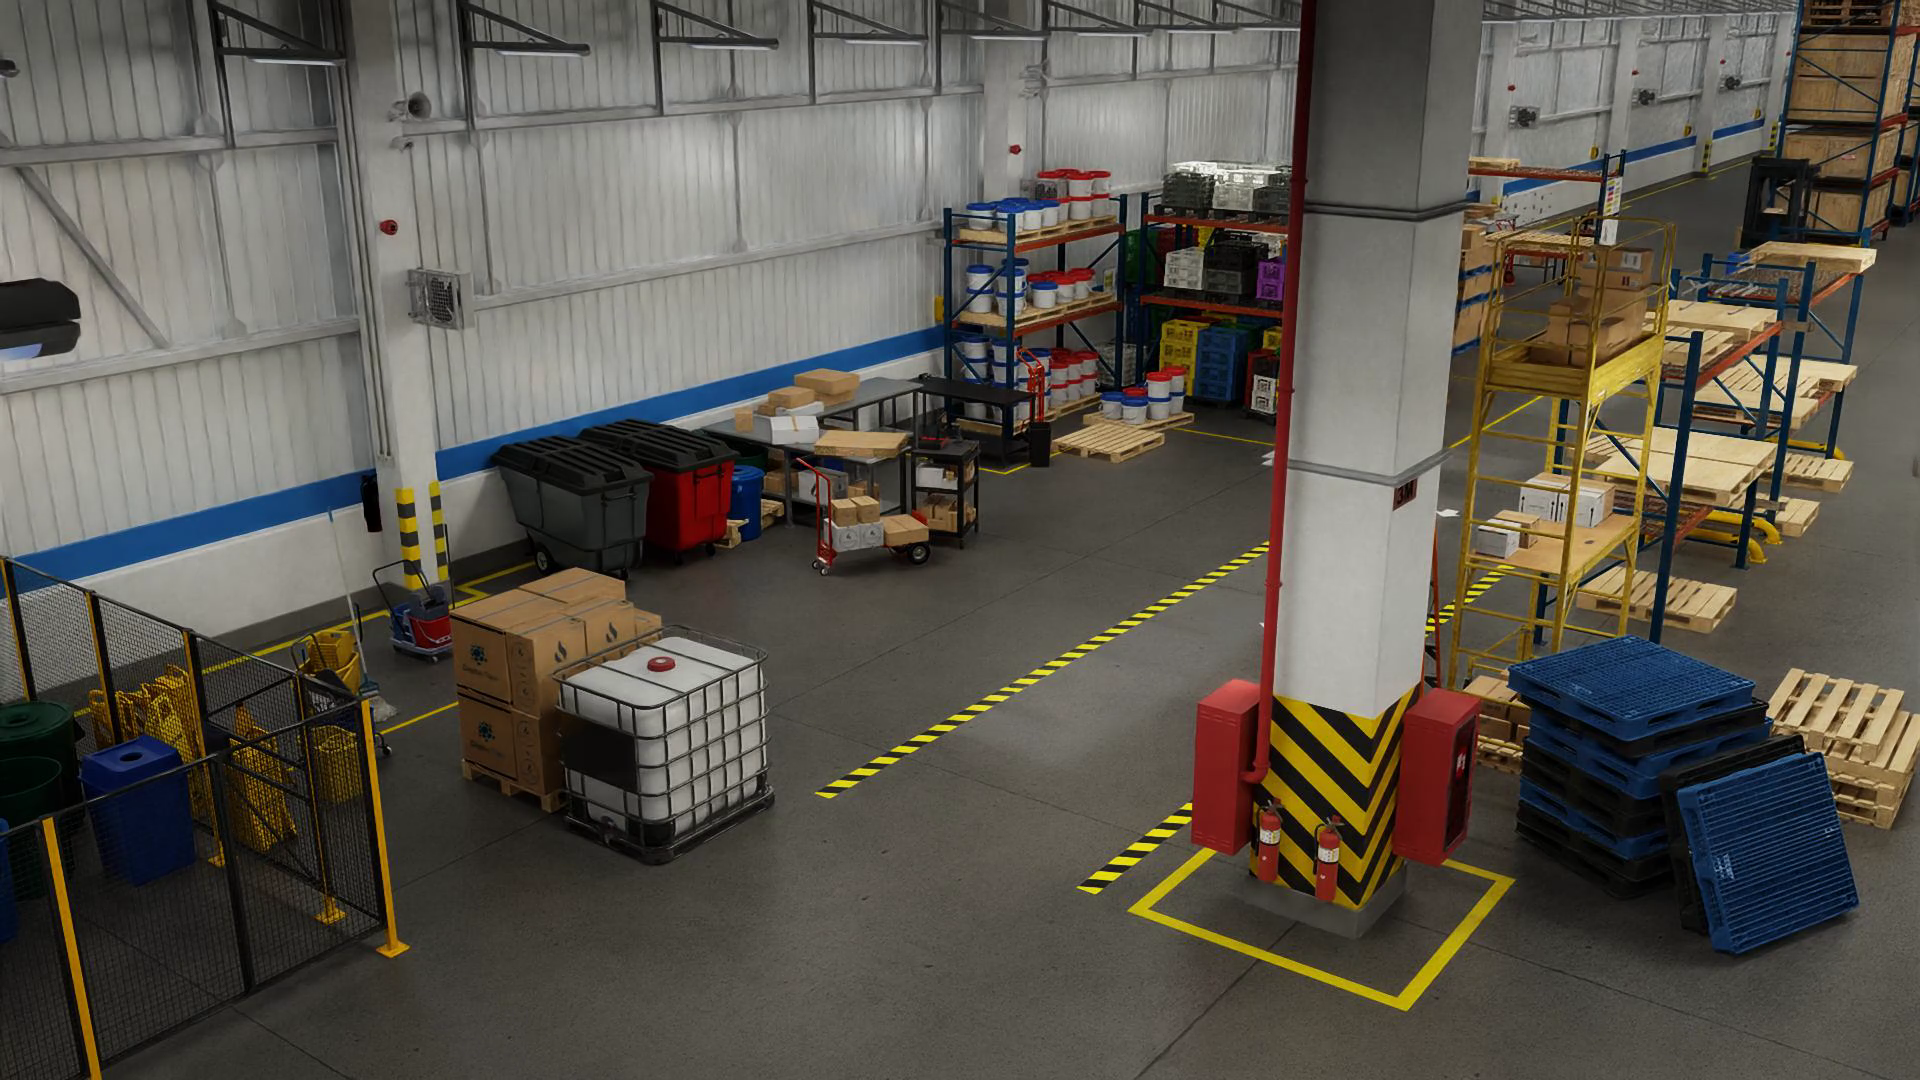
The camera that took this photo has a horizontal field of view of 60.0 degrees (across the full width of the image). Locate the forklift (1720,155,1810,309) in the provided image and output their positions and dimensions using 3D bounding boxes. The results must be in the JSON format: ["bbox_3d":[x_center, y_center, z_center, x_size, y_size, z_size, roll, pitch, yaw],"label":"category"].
[{"bbox_3d":[15.325,-5.833,31.472,1.129,2.768,1.873,13,22,34],"label":"forklift"}]
